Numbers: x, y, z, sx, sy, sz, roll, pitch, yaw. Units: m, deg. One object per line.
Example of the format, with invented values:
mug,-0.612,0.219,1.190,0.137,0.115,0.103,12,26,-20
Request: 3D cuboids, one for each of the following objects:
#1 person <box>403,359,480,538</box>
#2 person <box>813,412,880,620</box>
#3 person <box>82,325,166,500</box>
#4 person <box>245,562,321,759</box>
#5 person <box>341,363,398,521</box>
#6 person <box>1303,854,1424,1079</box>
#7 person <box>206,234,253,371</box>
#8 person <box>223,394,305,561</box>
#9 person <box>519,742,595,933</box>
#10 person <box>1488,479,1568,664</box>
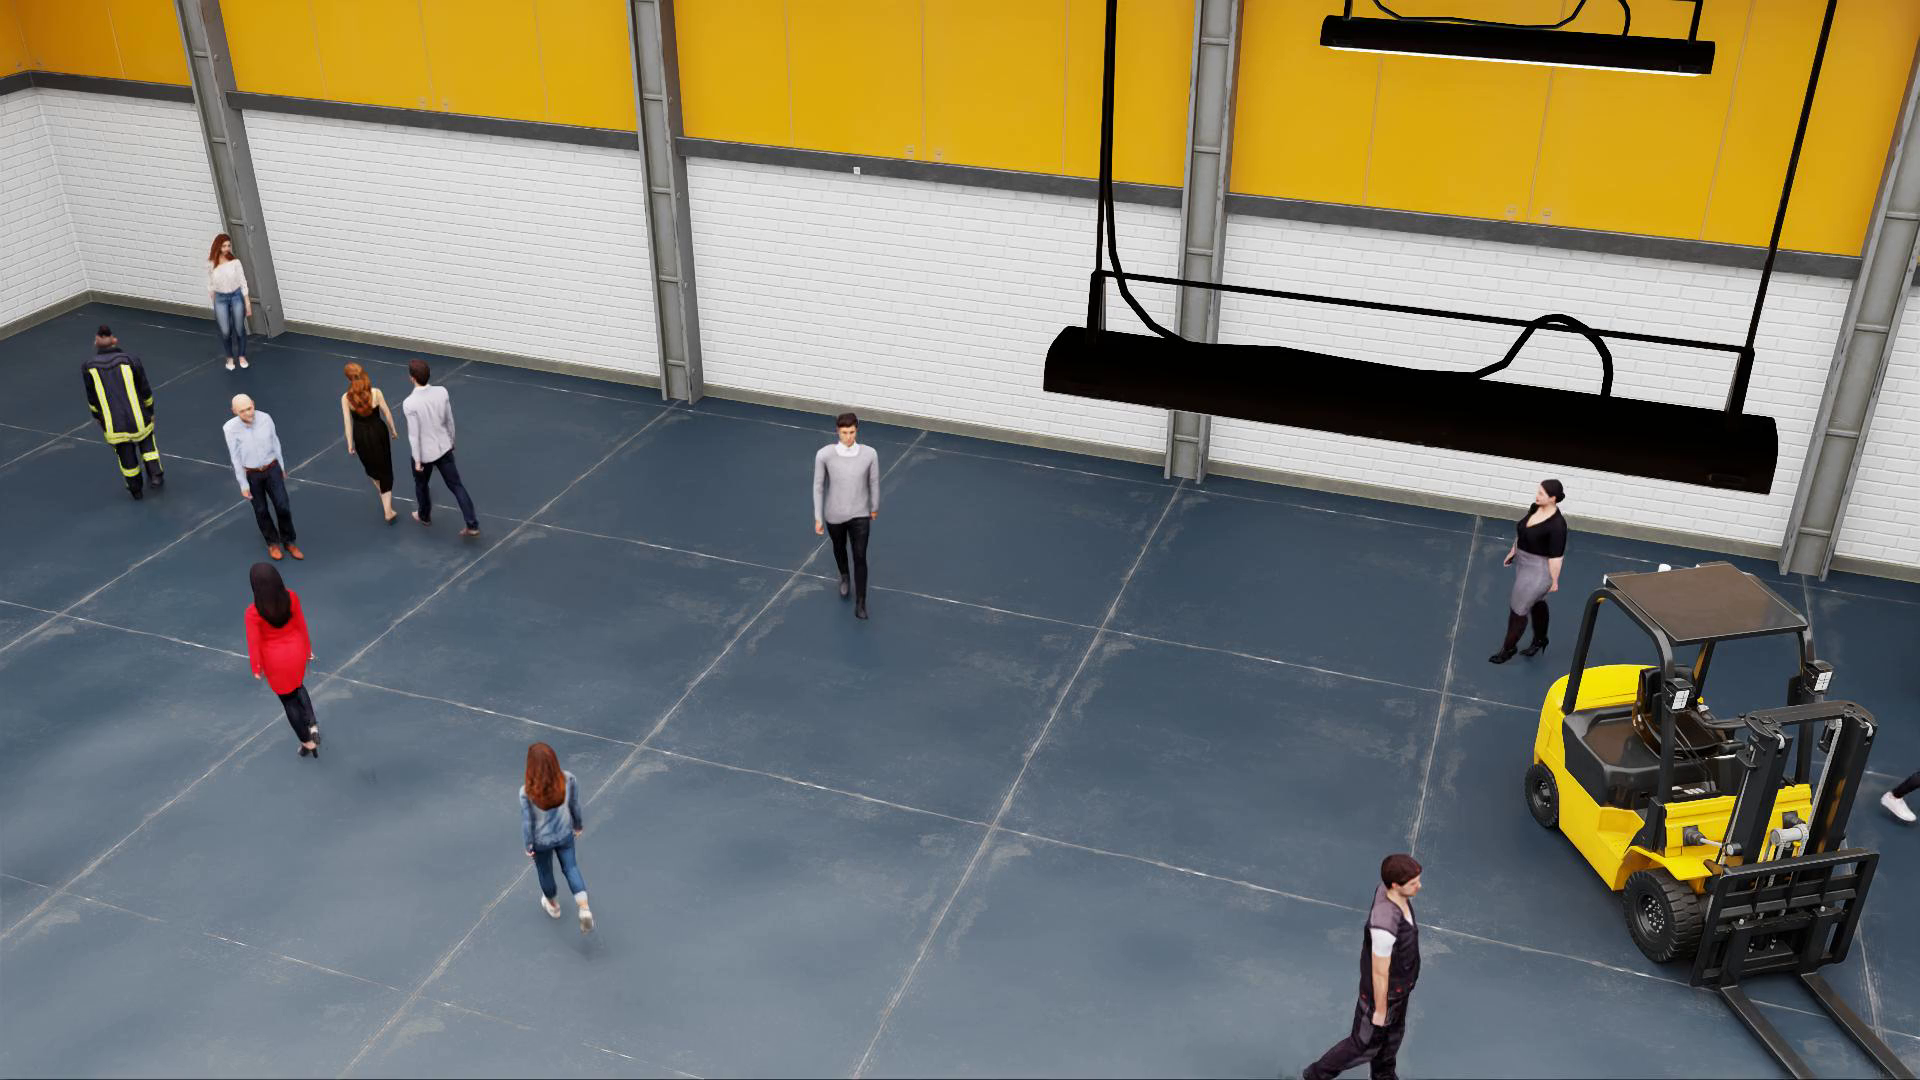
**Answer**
person,-5.020,-0.834,16.040,1.310,1.815,0.991,22,36,35
person,-1.026,-0.278,14.965,1.260,1.869,1.104,-1,29,-2
person,-8.449,-1.266,16.793,0.909,1.852,0.963,-14,32,-24
person,-5.158,0.965,12.826,0.690,1.735,0.696,20,35,32
person,-5.837,-0.939,16.487,1.127,1.572,1.094,-7,29,-13
person,2.420,2.573,9.748,0.908,1.859,0.671,11,31,20
person,-8.746,-2.850,19.862,0.739,1.694,0.802,-5,29,-9
person,-6.618,-0.620,15.702,0.799,1.763,0.856,-22,36,-35
person,-2.711,2.021,11.175,0.844,1.461,0.949,-18,34,-30
person,4.981,0.267,14.103,0.912,1.737,0.816,0,29,0
